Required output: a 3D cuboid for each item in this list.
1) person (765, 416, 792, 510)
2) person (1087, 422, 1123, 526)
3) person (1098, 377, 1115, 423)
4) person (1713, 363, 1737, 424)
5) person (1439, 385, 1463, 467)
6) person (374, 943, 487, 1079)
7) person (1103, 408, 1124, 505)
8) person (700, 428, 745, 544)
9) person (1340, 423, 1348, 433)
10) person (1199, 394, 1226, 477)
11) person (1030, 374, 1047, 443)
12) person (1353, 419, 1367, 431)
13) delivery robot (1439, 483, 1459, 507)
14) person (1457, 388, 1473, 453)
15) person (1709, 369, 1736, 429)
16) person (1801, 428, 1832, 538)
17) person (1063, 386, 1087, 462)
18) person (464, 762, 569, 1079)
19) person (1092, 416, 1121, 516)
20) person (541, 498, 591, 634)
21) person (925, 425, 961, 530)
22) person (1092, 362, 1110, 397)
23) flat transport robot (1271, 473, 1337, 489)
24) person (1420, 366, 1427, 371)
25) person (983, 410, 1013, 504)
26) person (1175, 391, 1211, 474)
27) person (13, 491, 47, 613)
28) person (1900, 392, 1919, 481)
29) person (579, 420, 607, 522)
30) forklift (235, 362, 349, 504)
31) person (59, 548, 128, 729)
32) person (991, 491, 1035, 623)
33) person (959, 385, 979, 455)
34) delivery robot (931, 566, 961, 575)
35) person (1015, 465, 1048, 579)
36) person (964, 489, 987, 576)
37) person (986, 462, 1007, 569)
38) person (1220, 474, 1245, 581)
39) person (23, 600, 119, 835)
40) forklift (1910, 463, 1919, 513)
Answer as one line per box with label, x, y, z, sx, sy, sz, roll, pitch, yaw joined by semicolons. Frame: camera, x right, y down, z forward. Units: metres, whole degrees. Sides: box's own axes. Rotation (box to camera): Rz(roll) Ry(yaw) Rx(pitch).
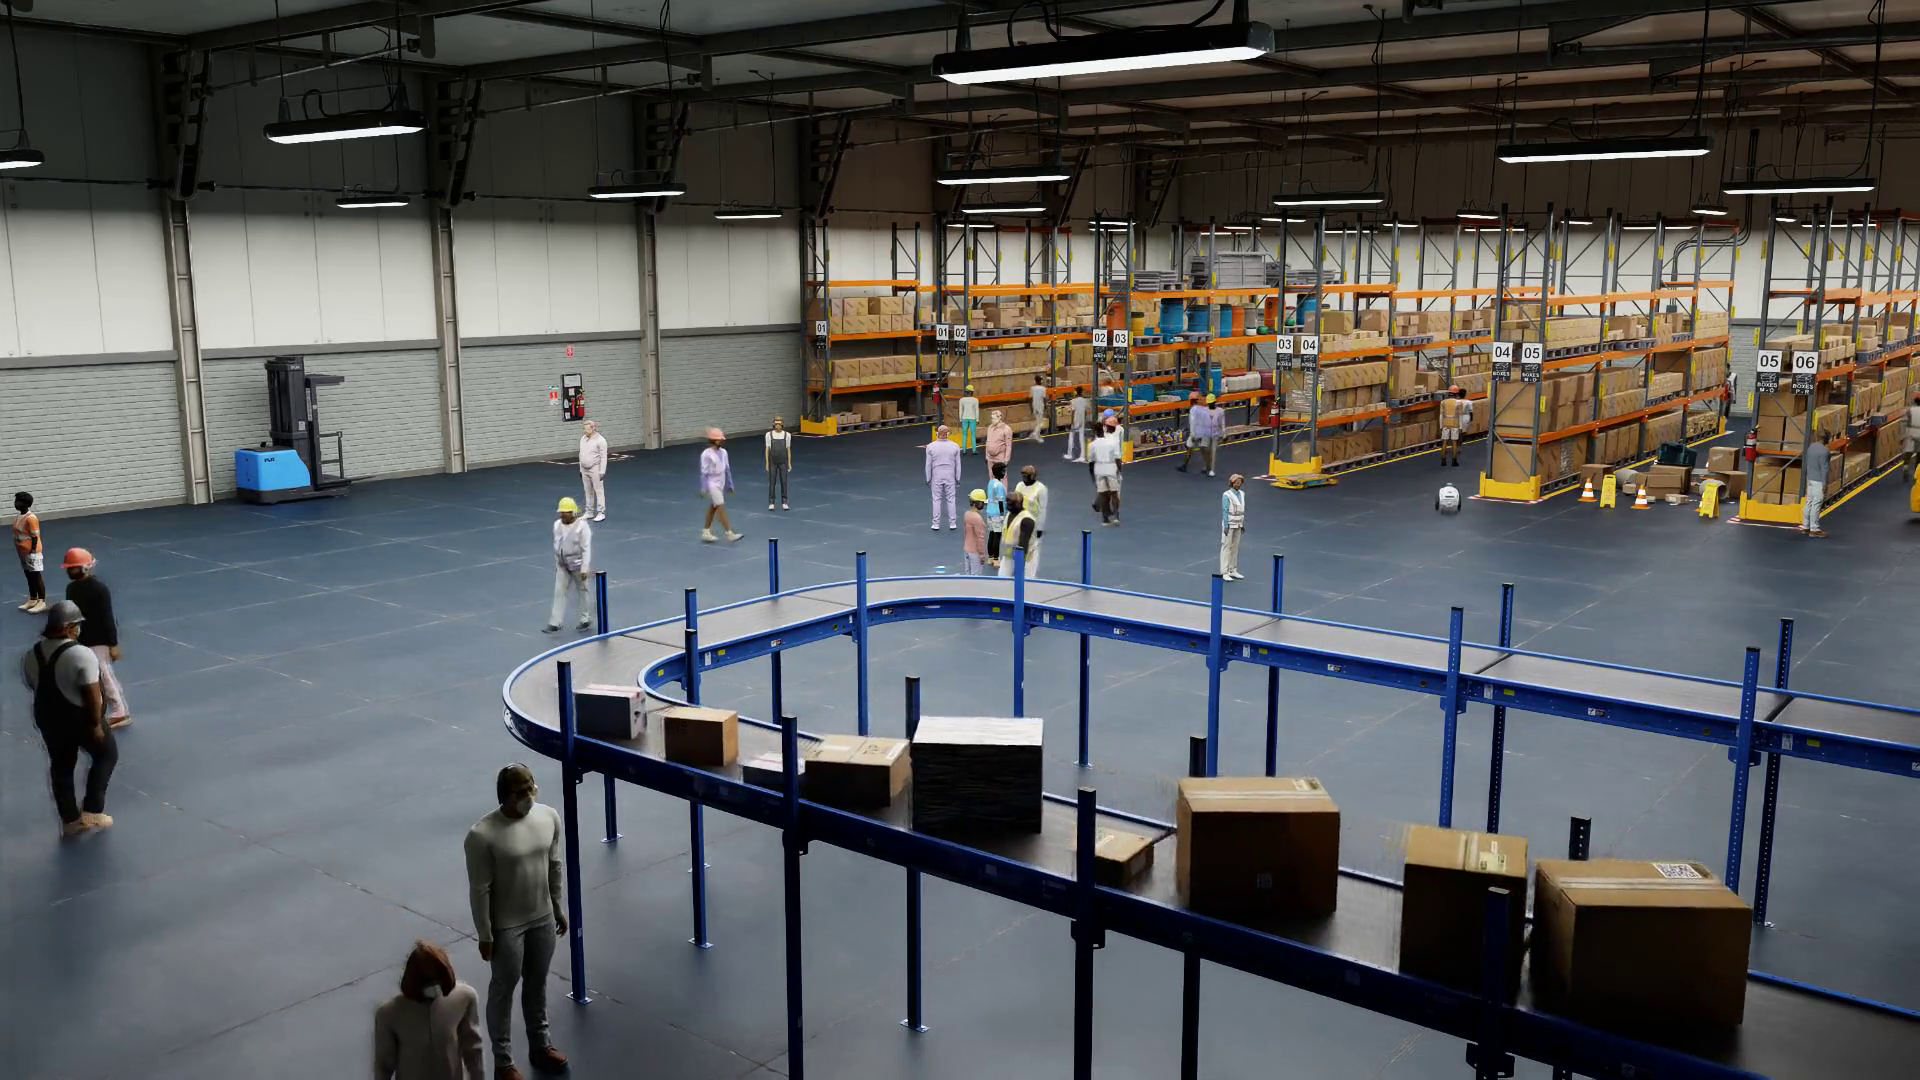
person;-3.571;-1.513;30.783;0.504;1.847;0.344;-2;10;-11
person;2.687;-1.229;28.996;0.694;1.917;0.448;3;10;14
person;4.192;-3.829;44.533;0.527;1.592;0.873;9;14;42
person;22.841;-4.364;46.706;0.651;1.892;0.493;5;11;24
person;11.747;-2.736;37.411;0.551;1.936;0.356;6;12;30
person;-2.594;2.710;7.671;0.501;1.617;0.396;-7;12;-35
person;2.994;-1.661;31.337;0.605;1.944;0.402;-4;11;-23
person;-4.123;-0.928;27.070;1.011;1.991;0.634;5;11;28
person;11.140;-4.081;44.935;0.642;1.957;0.915;6;12;30
person;5.806;-2.440;35.933;0.633;1.883;0.895;3;11;17
person;2.101;-3.522;42.049;0.525;1.855;0.523;7;12;36
person;11.213;-3.846;43.787;0.658;1.885;1.001;6;11;28
delivery robot;9.580;-0.868;30.645;0.477;0.478;0.707;3;10;15
person;12.741;-3.031;39.801;0.537;1.674;0.718;8;13;36
person;22.321;-4.129;45.676;0.696;1.774;0.872;-1;10;-6
person;15.269;-1.033;27.826;0.364;1.938;0.636;1;10;4
person;2.835;-2.865;38.397;0.519;1.838;0.838;-5;11;-28
person;-2.606;2.259;9.292;0.372;1.940;0.632;8;13;38
person;2.859;-1.419;30.049;0.446;1.920;0.543;-8;13;-39
person;-5.132;0.354;20.402;0.626;1.792;0.873;4;11;22
person;-0.312;-1.134;28.480;0.652;1.906;0.402;-1;10;-7
person;4.480;-4.872;49.606;0.608;1.873;1.016;9;13;40
flat transport robot;7.506;-1.298;34.129;1.431;0.197;0.652;-8;13;-37
person;13.259;-4.048;44.962;0.551;1.886;1.023;6;12;31
person;0.742;-1.651;31.411;0.639;1.902;0.407;10;14;43
person;5.457;-2.472;36.062;0.978;1.892;0.563;9;13;40
person;-12.967;0.162;21.769;0.535;1.700;0.318;8;13;39
person;21.253;-2.305;34.774;0.611;2.022;0.834;8;13;40
person;-6.943;-1.307;29.474;0.639;1.903;0.407;6;12;31
forklift;-13.803;-2.244;32.110;1.129;2.768;1.873;8;13;37
person;-9.024;1.060;16.008;0.639;1.947;0.957;7;12;33
person;0.692;0.258;20.913;0.653;1.820;0.627;-6;12;-30
person;0.241;-3.049;39.678;0.523;1.760;0.327;3;11;17
delivery robot;-0.264;0.491;22.248;0.698;0.223;0.335;-4;11;-18
person;1.036;-0.223;23.565;0.450;1.828;0.655;-9;14;-43
person;0.222;0.172;21.549;0.321;1.761;0.522;-4;11;-22
person;0.596;-0.404;24.974;0.320;1.692;0.531;-3;11;-17
person;4.187;-0.201;23.989;0.312;1.638;0.512;9;14;43
person;-7.536;1.516;13.309;0.706;2.000;0.535;2;10;13
forklift;19.034;-1.348;28.998;2.313;2.155;1.214;8;13;37
